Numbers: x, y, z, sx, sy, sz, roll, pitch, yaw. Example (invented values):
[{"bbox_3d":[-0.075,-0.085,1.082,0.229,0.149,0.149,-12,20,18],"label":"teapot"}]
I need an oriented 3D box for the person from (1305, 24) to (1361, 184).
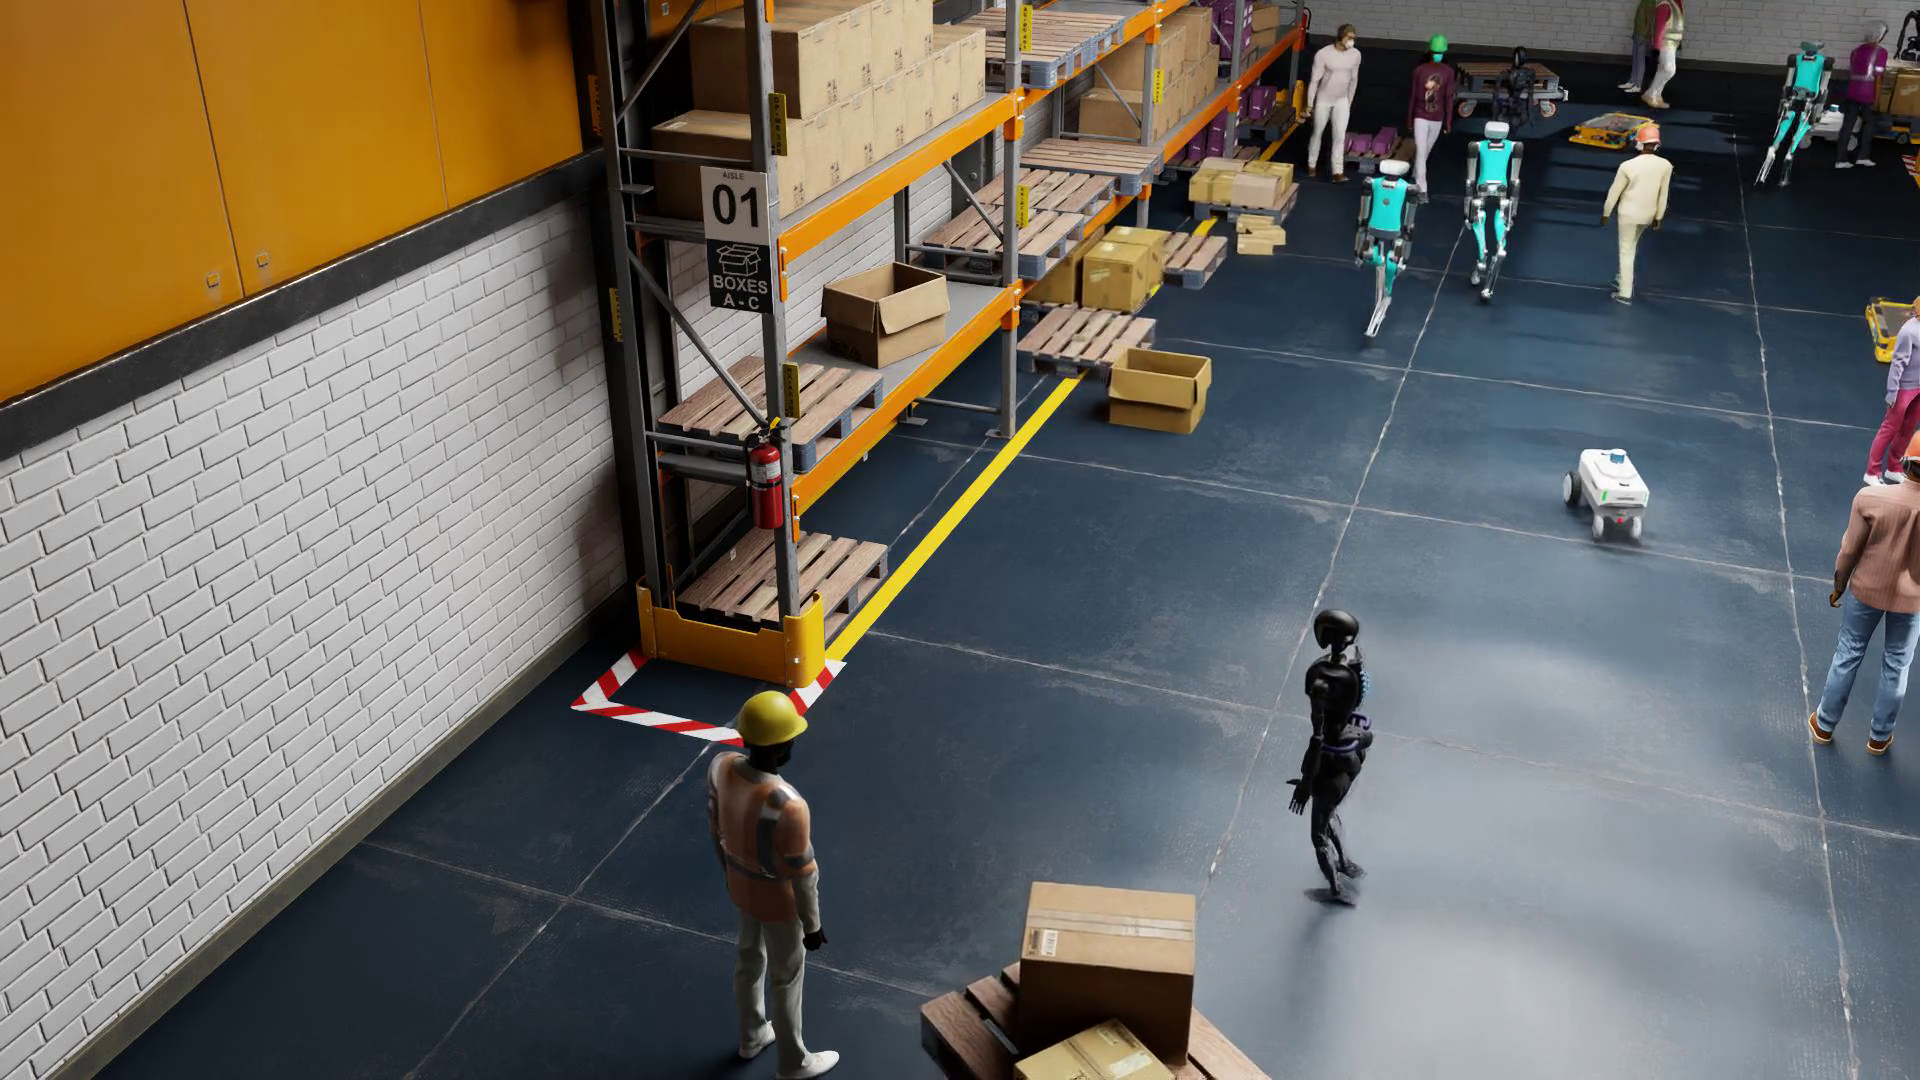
[{"bbox_3d":[4.522,-5.289,20.235,0.731,1.889,0.978,-3,27,-6],"label":"person"}]

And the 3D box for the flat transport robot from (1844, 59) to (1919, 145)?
[{"bbox_3d":[12.473,-5.593,22.599,1.431,0.231,0.659,13,30,24],"label":"flat transport robot"}]

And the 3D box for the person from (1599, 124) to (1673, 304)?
[{"bbox_3d":[6.620,-3.254,16.473,0.566,1.727,0.716,-7,28,-13],"label":"person"}]

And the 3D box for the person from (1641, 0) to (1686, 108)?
[{"bbox_3d":[10.155,-7.117,23.853,0.458,1.827,0.635,19,33,32],"label":"person"}]

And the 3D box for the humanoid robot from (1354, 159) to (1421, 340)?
[{"bbox_3d":[3.949,-2.695,15.381,0.547,1.730,1.028,14,30,24],"label":"humanoid robot"}]

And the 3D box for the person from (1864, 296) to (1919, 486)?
[{"bbox_3d":[7.140,-1.137,12.476,0.502,1.622,0.300,-13,30,-23],"label":"person"}]

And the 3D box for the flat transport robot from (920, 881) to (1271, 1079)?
[{"bbox_3d":[0.511,2.416,7.064,1.431,0.231,0.659,-16,31,-28],"label":"flat transport robot"}]

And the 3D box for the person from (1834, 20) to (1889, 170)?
[{"bbox_3d":[11.374,-5.580,20.887,0.661,1.812,0.562,-15,31,-26],"label":"person"}]

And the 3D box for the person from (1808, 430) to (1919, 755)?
[{"bbox_3d":[5.203,0.293,9.302,0.610,1.994,0.377,12,30,22],"label":"person"}]

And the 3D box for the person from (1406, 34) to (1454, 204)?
[{"bbox_3d":[5.567,-5.028,19.721,0.505,1.901,1.005,1,27,1],"label":"person"}]

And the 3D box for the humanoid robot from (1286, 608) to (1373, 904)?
[{"bbox_3d":[1.851,1.067,8.160,0.368,1.649,0.586,16,31,28],"label":"humanoid robot"}]

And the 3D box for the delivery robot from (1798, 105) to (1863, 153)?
[{"bbox_3d":[11.516,-5.458,21.997,0.747,0.568,0.499,8,28,15],"label":"delivery robot"}]

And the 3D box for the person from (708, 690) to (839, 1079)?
[{"bbox_3d":[-0.792,1.478,7.075,0.592,1.924,0.378,24,36,38],"label":"person"}]

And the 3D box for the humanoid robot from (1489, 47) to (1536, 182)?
[{"bbox_3d":[6.768,-5.217,20.379,0.615,1.625,0.744,-8,28,-14],"label":"humanoid robot"}]

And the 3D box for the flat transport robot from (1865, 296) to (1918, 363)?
[{"bbox_3d":[8.866,-1.926,15.486,0.659,0.231,1.431,10,29,19],"label":"flat transport robot"}]

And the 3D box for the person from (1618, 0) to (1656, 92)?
[{"bbox_3d":[10.194,-7.555,24.913,0.286,1.633,0.499,2,27,4],"label":"person"}]

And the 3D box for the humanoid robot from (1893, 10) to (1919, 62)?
[{"bbox_3d":[13.810,-7.048,23.940,0.608,1.628,0.752,21,34,35],"label":"humanoid robot"}]

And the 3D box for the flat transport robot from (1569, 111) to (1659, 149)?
[{"bbox_3d":[8.860,-5.540,22.497,0.659,0.231,1.431,22,35,36],"label":"flat transport robot"}]

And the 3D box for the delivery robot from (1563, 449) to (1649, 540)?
[{"bbox_3d":[4.765,-0.387,12.162,0.499,0.570,0.747,2,27,5],"label":"delivery robot"}]

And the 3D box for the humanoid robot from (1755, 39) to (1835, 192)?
[{"bbox_3d":[9.965,-5.039,19.994,0.870,1.832,0.549,-24,36,-38],"label":"humanoid robot"}]

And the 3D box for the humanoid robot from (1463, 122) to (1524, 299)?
[{"bbox_3d":[5.198,-3.172,16.323,0.557,1.743,1.036,6,28,11],"label":"humanoid robot"}]
